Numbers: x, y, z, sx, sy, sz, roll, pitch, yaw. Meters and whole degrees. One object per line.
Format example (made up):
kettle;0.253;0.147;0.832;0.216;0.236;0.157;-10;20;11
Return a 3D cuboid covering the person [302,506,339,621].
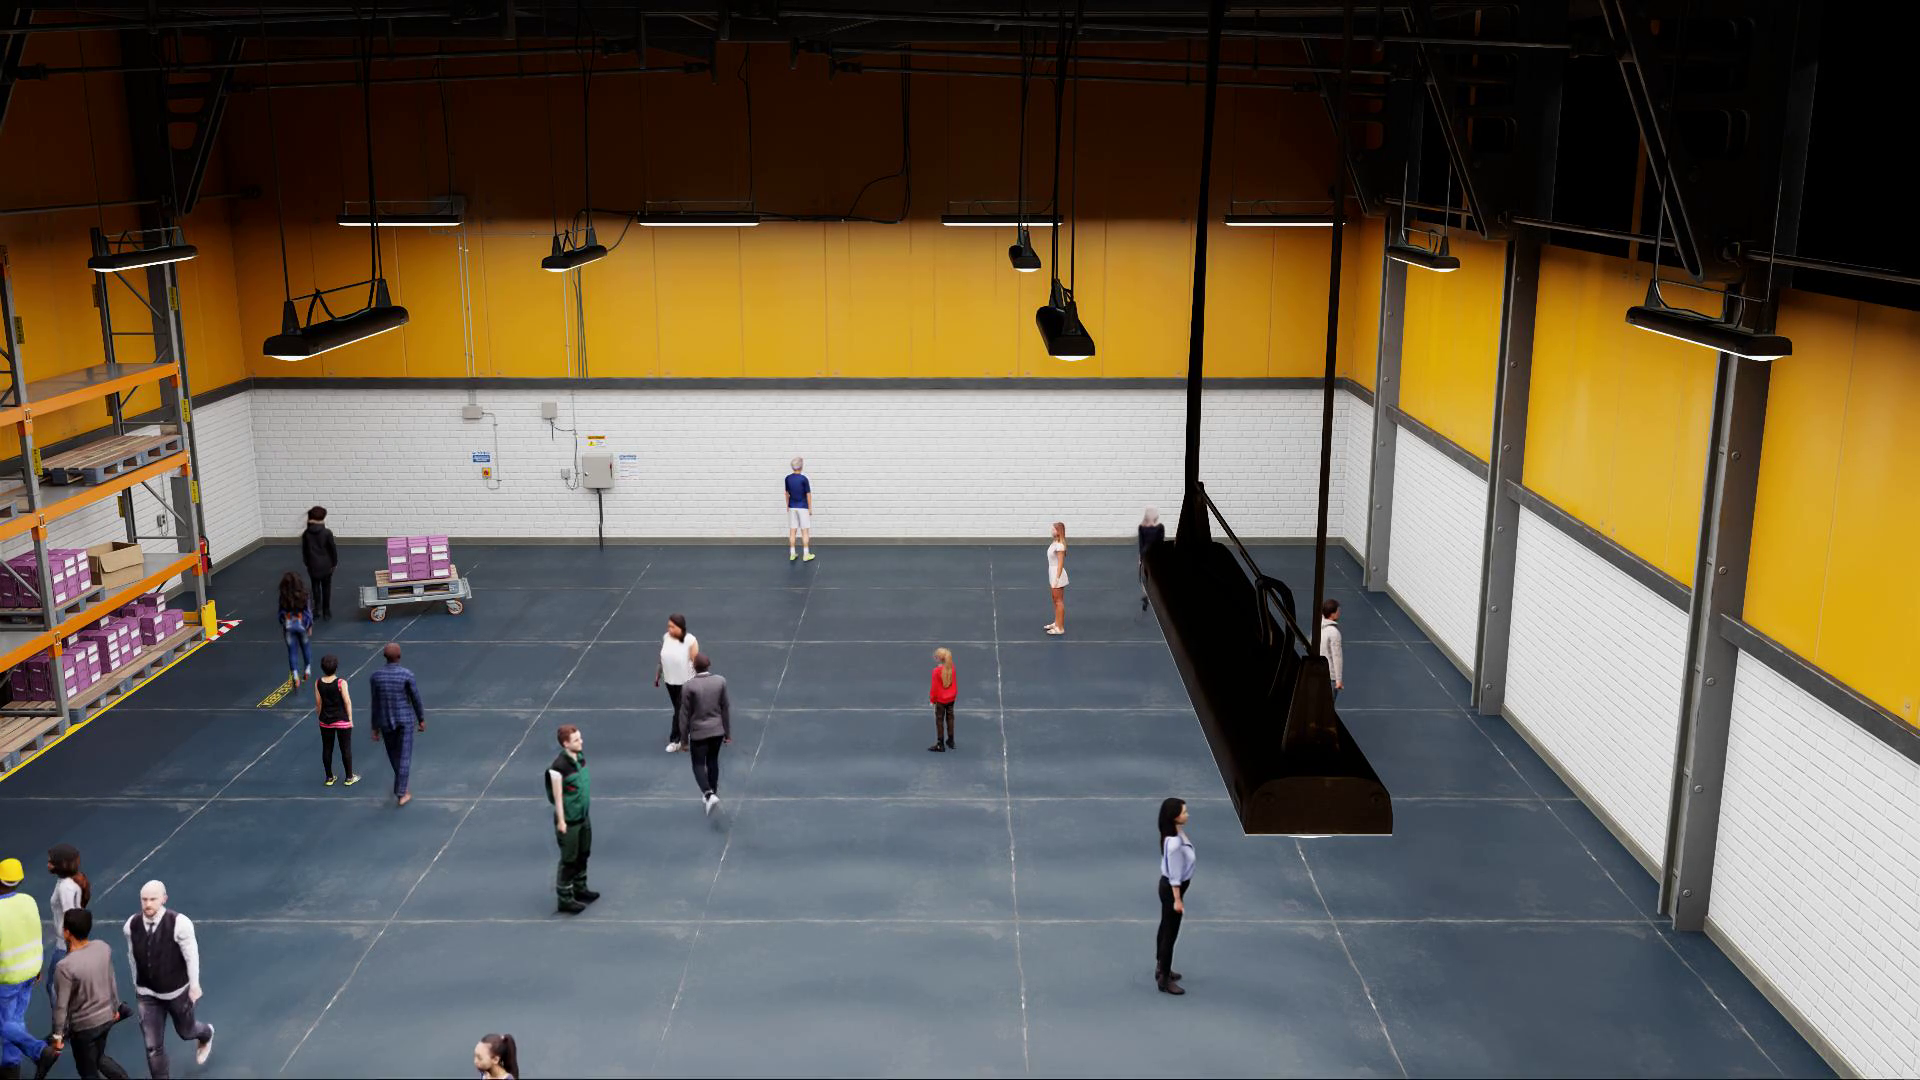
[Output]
person;-9.787;0.382;25.388;0.670;1.763;0.634;-2;14;-8

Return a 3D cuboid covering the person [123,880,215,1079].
person;-6.036;3.429;12.736;0.676;1.795;1.109;0;14;0

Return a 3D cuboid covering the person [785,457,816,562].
person;-2.822;-0.555;29.100;0.704;1.838;0.668;5;14;19

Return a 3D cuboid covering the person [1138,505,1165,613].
person;2.930;0.341;25.647;0.794;1.722;1.082;5;14;19

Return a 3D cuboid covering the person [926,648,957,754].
person;-0.185;1.912;20.107;0.631;1.276;0.670;-8;16;-29

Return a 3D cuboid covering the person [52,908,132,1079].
person;-6.334;3.567;12.255;0.825;1.754;0.780;10;17;37

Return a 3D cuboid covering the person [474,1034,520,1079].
person;-2.951;3.954;10.893;0.853;1.642;0.801;-9;16;-33

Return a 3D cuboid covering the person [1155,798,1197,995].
person;1.833;3.054;14.399;0.714;1.743;0.496;1;14;4

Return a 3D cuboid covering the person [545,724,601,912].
person;-3.716;2.635;15.923;0.762;1.840;0.613;4;14;17

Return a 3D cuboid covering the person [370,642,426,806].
person;-6.253;2.061;18.434;0.761;1.773;1.127;-1;14;-6

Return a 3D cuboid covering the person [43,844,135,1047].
person;-7.178;3.278;13.566;0.890;1.699;0.981;-5;14;-19

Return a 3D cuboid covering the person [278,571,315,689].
person;-8.913;1.225;22.282;0.797;1.587;1.091;-4;14;-16

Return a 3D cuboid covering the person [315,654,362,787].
person;-7.143;2.043;18.990;0.549;1.548;0.513;1;14;4

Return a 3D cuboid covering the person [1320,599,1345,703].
person;4.425;1.610;20.129;0.796;1.853;0.628;-4;14;-18

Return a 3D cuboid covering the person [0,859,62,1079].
person;-7.295;3.398;12.921;0.937;1.769;0.982;3;14;11

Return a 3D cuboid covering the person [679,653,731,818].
person;-2.723;2.139;18.057;0.970;1.800;1.106;-6;15;-25

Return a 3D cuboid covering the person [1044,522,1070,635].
person;1.459;0.550;24.841;0.643;1.694;0.514;-1;14;-5

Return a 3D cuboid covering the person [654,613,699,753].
person;-3.370;1.682;20.231;0.940;1.663;1.043;9;16;34
